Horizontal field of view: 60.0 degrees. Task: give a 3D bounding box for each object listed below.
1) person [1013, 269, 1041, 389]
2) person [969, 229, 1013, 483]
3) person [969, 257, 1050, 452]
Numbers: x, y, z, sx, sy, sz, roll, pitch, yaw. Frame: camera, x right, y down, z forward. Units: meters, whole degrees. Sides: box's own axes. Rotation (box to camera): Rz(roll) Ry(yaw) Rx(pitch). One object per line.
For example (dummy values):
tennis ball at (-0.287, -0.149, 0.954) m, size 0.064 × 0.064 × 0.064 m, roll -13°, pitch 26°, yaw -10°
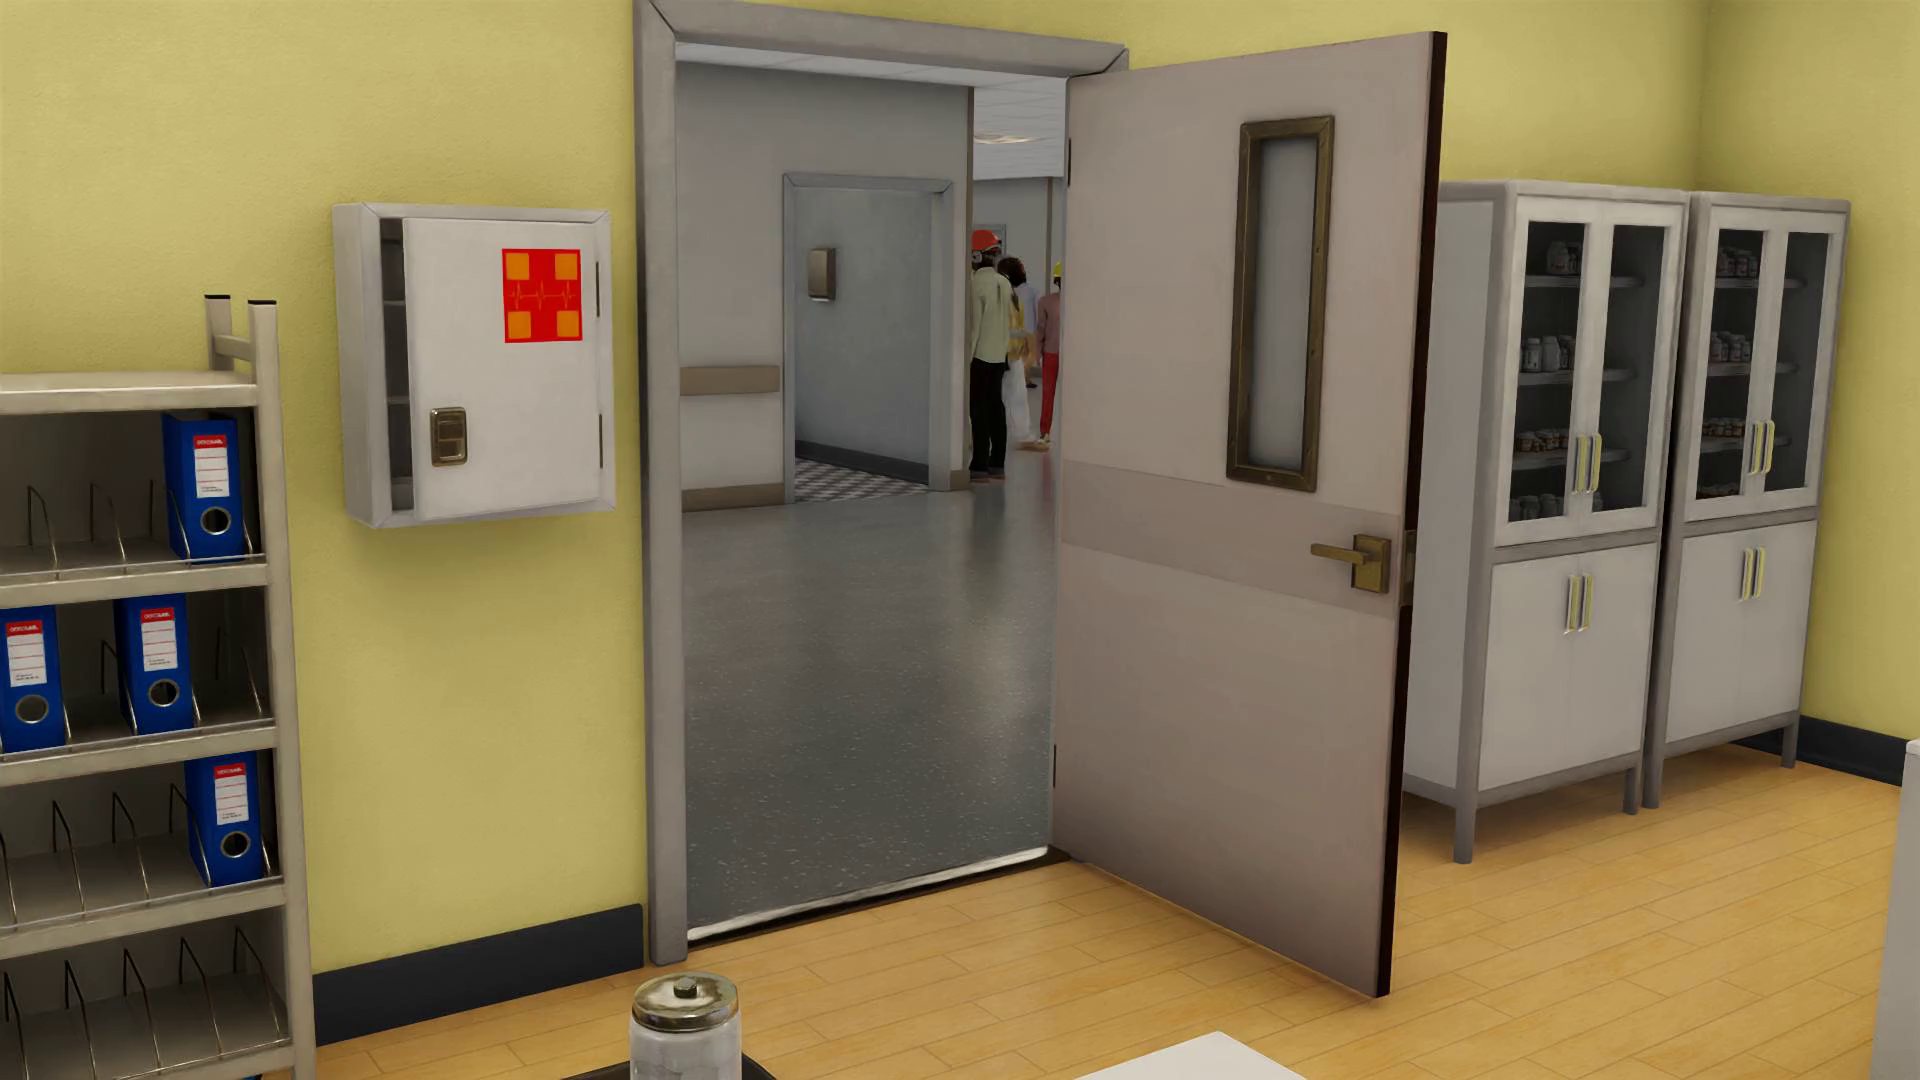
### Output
person at (0.905, -2.917, 22.885) m, size 0.601 × 1.701 × 0.510 m, roll 8°, pitch 12°, yaw 38°
person at (0.178, -1.448, 13.167) m, size 0.386 × 1.992 × 0.625 m, roll 7°, pitch 11°, yaw 32°
person at (0.370, -1.709, 15.387) m, size 0.918 × 1.800 × 0.631 m, roll 7°, pitch 11°, yaw 32°
